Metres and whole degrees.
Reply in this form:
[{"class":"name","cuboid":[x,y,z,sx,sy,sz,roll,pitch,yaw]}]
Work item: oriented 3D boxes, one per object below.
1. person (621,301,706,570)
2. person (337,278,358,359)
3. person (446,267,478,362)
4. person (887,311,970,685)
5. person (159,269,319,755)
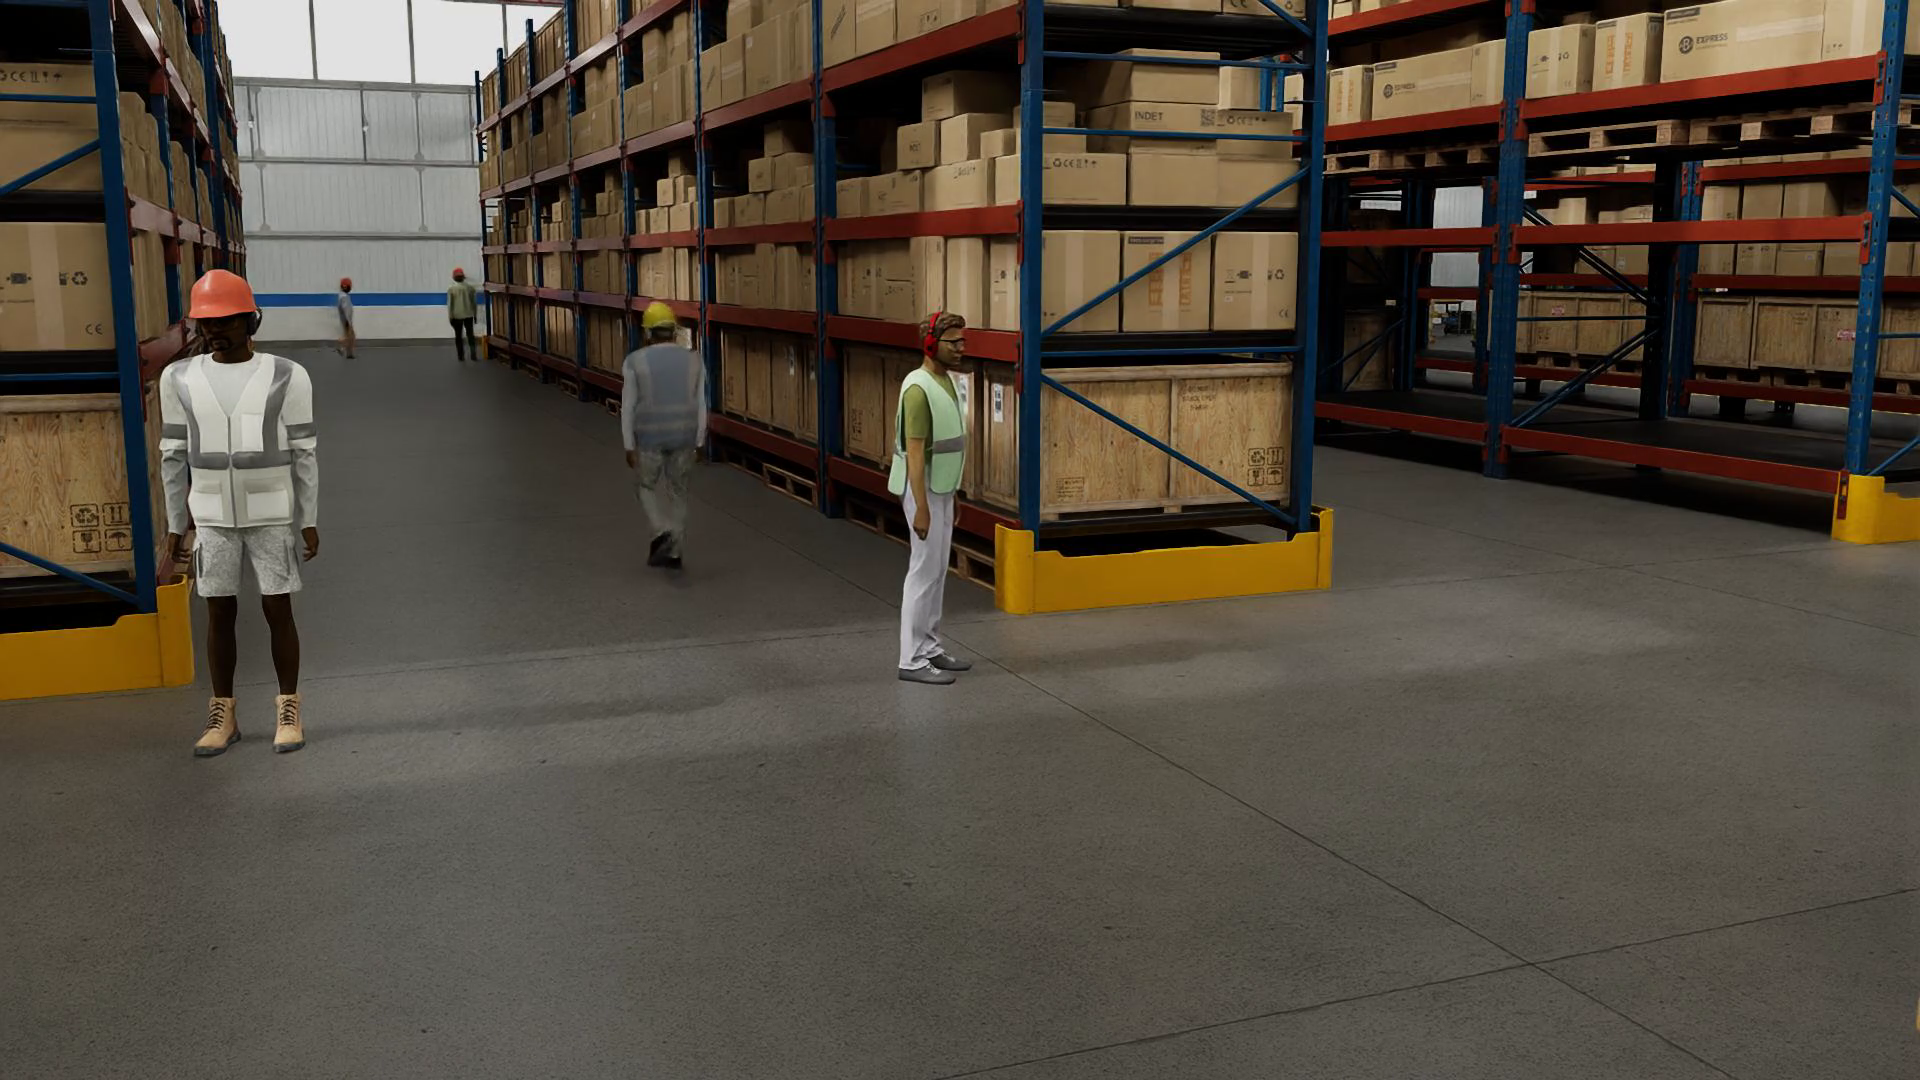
[{"class":"person","cuboid":[-1.975,-0.686,11.139,0.604,1.817,0.429,-5,11,-27]},{"class":"person","cuboid":[-13.102,-4.730,35.590,0.373,1.737,0.588,-4,10,-25]},{"class":"person","cuboid":[-10.333,-4.675,34.579,0.632,1.977,0.707,-5,11,-28]},{"class":"person","cuboid":[-0.157,-0.209,8.248,0.382,1.837,0.567,2,10,13]},{"class":"person","cuboid":[-3.015,-0.102,6.976,0.614,2.041,0.390,-2,10,-10]}]
